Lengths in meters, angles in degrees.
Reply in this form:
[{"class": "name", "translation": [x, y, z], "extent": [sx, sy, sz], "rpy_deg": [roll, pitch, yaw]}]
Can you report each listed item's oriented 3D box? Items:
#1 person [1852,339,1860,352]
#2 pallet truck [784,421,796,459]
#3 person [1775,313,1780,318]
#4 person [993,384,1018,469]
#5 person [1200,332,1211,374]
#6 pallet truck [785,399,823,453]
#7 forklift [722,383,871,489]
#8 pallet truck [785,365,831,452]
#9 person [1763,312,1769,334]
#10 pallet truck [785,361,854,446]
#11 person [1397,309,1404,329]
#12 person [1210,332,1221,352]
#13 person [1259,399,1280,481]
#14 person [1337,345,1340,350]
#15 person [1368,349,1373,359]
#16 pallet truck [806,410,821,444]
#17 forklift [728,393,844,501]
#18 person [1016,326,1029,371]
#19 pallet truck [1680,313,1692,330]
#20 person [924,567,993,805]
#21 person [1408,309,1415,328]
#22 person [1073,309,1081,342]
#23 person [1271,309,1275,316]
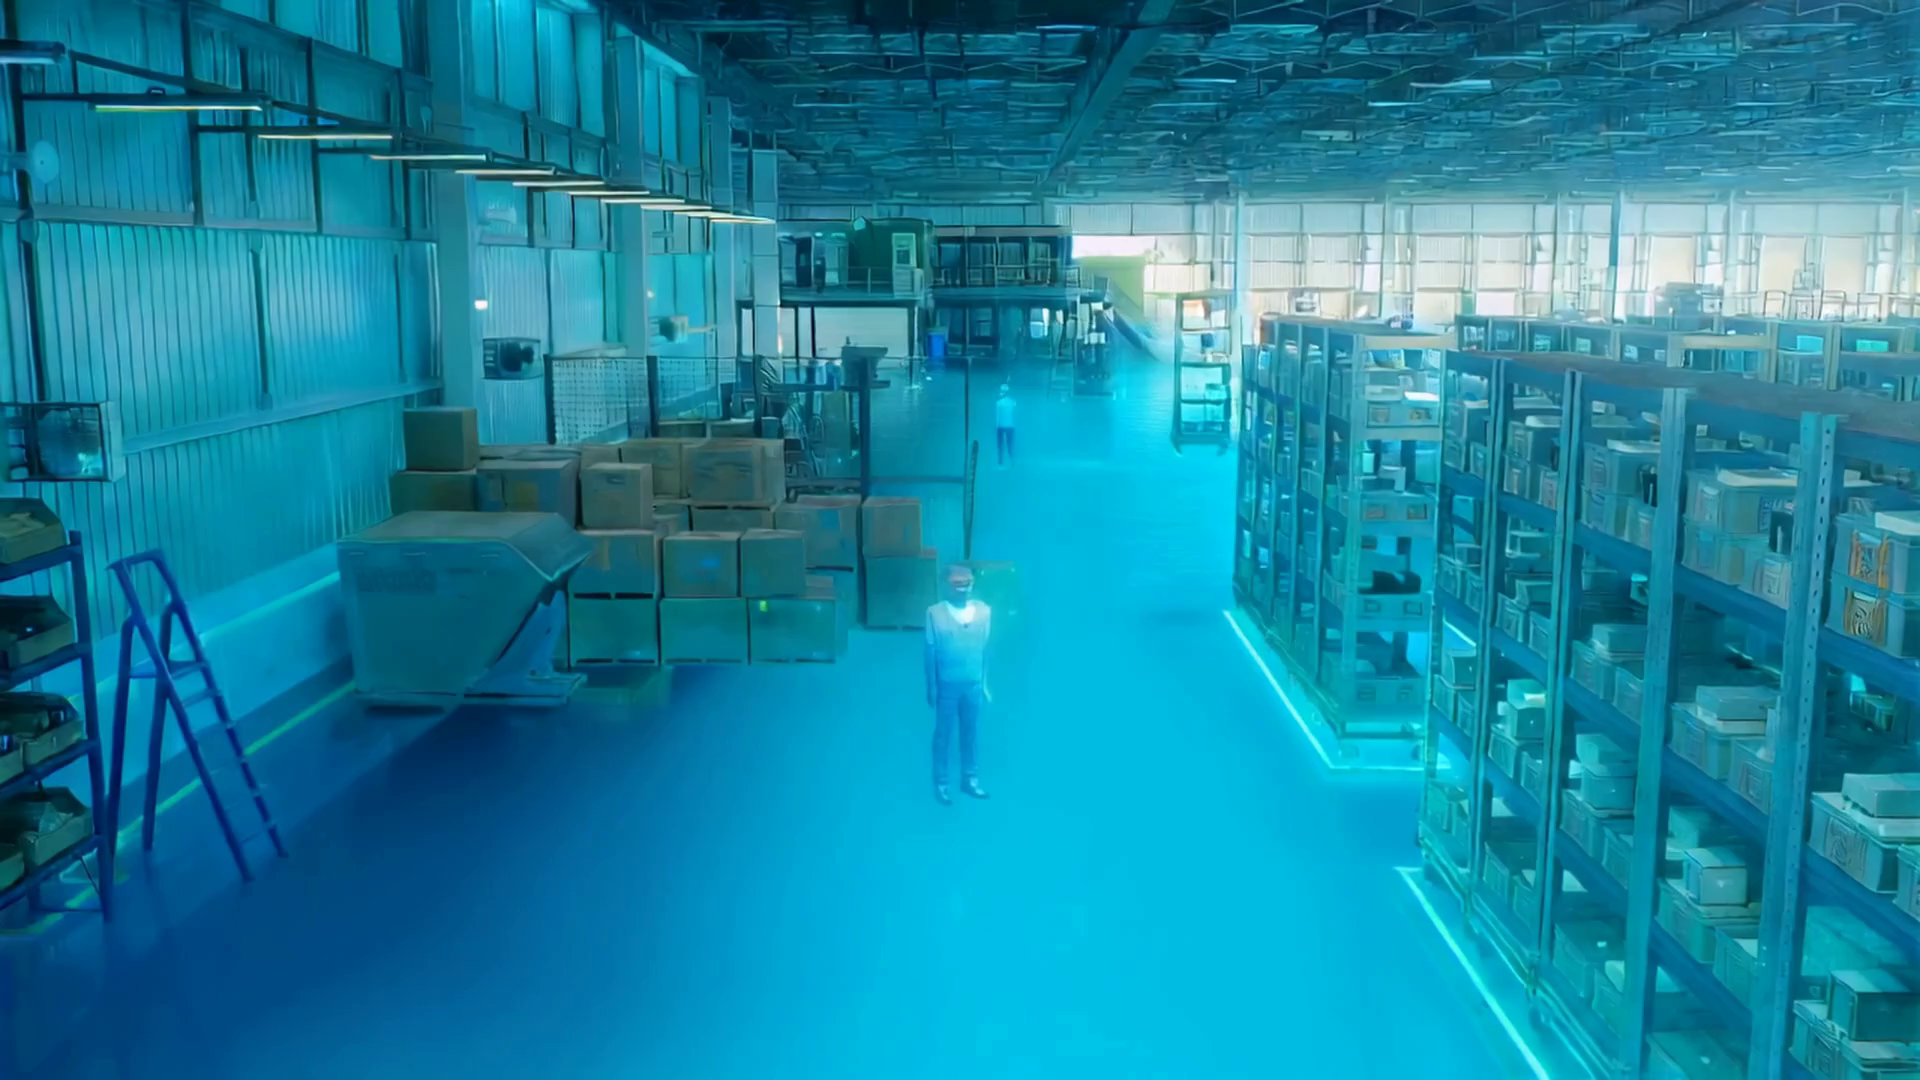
[{"class": "person", "translation": [33.316, -6.868, 61.810], "extent": [0.709, 1.942, 0.622], "rpy_deg": [6, 11, 31]}, {"class": "pallet truck", "translation": [-4.013, -1.793, 32.705], "extent": [1.601, 1.201, 0.680], "rpy_deg": [0, 9, 1]}, {"class": "person", "translation": [42.244, -10.784, 86.027], "extent": [0.589, 1.924, 0.383], "rpy_deg": [6, 11, 35]}, {"class": "person", "translation": [0.946, -2.351, 34.522], "extent": [0.565, 1.756, 0.374], "rpy_deg": [-2, 9, -14]}, {"class": "person", "translation": [9.761, -7.510, 65.957], "extent": [0.579, 1.884, 0.352], "rpy_deg": [-7, 12, -39]}, {"class": "pallet truck", "translation": [-3.814, -2.432, 36.419], "extent": [1.630, 1.274, 0.653], "rpy_deg": [0, 9, 1]}, {"class": "forklift", "translation": [-2.893, -1.687, 28.729], "extent": [2.680, 1.987, 1.157], "rpy_deg": [0, 9, -1]}, {"class": "pallet truck", "translation": [-3.774, -2.976, 37.635], "extent": [1.885, 1.965, 0.823], "rpy_deg": [1, 9, 5]}, {"class": "person", "translation": [43.170, -11.244, 88.902], "extent": [0.746, 1.917, 0.552], "rpy_deg": [1, 9, 8]}, {"class": "pallet truck", "translation": [-3.410, -3.193, 38.978], "extent": [1.885, 1.965, 0.823], "rpy_deg": [0, 9, -1]}, {"class": "person", "translation": [24.798, -12.042, 93.706], "extent": [0.381, 1.951, 0.605], "rpy_deg": [7, 12, 38]}, {"class": "person", "translation": [12.343, -9.856, 80.394], "extent": [0.597, 1.903, 0.446], "rpy_deg": [-1, 9, -5]}, {"class": "person", "translation": [5.324, -1.471, 28.406], "extent": [0.616, 1.988, 1.065], "rpy_deg": [-1, 9, -9]}, {"class": "person", "translation": [17.385, -9.126, 76.015], "extent": [0.908, 1.845, 0.611], "rpy_deg": [-7, 12, -38]}, {"class": "person", "translation": [12.994, -5.250, 52.221], "extent": [0.404, 1.824, 0.586], "rpy_deg": [-1, 9, -3]}, {"class": "pallet truck", "translation": [-3.559, -2.018, 33.905], "extent": [1.522, 1.261, 0.704], "rpy_deg": [0, 9, -1]}, {"class": "forklift", "translation": [-2.979, -1.316, 26.476], "extent": [2.680, 1.987, 1.157], "rpy_deg": [0, 9, 1]}, {"class": "person", "translation": [2.617, -7.825, 68.073], "extent": [0.549, 1.821, 0.730], "rpy_deg": [8, 12, 42]}, {"class": "pallet truck", "translation": [36.315, -10.531, 84.244], "extent": [0.823, 1.965, 1.885], "rpy_deg": [-6, 11, -33]}, {"class": "person", "translation": [-0.016, 1.107, 12.913], "extent": [0.568, 1.845, 0.386], "rpy_deg": [-5, 10, -27]}, {"class": "person", "translation": [25.746, -12.228, 94.920], "extent": [0.370, 1.929, 0.585], "rpy_deg": [0, 9, 0]}, {"class": "person", "translation": [6.794, -12.369, 95.867], "extent": [0.584, 1.911, 0.392], "rpy_deg": [-4, 10, -21]}, {"class": "person", "translation": [18.348, -12.654, 97.770], "extent": [0.386, 1.856, 0.562], "rpy_deg": [-1, 9, -3]}]
